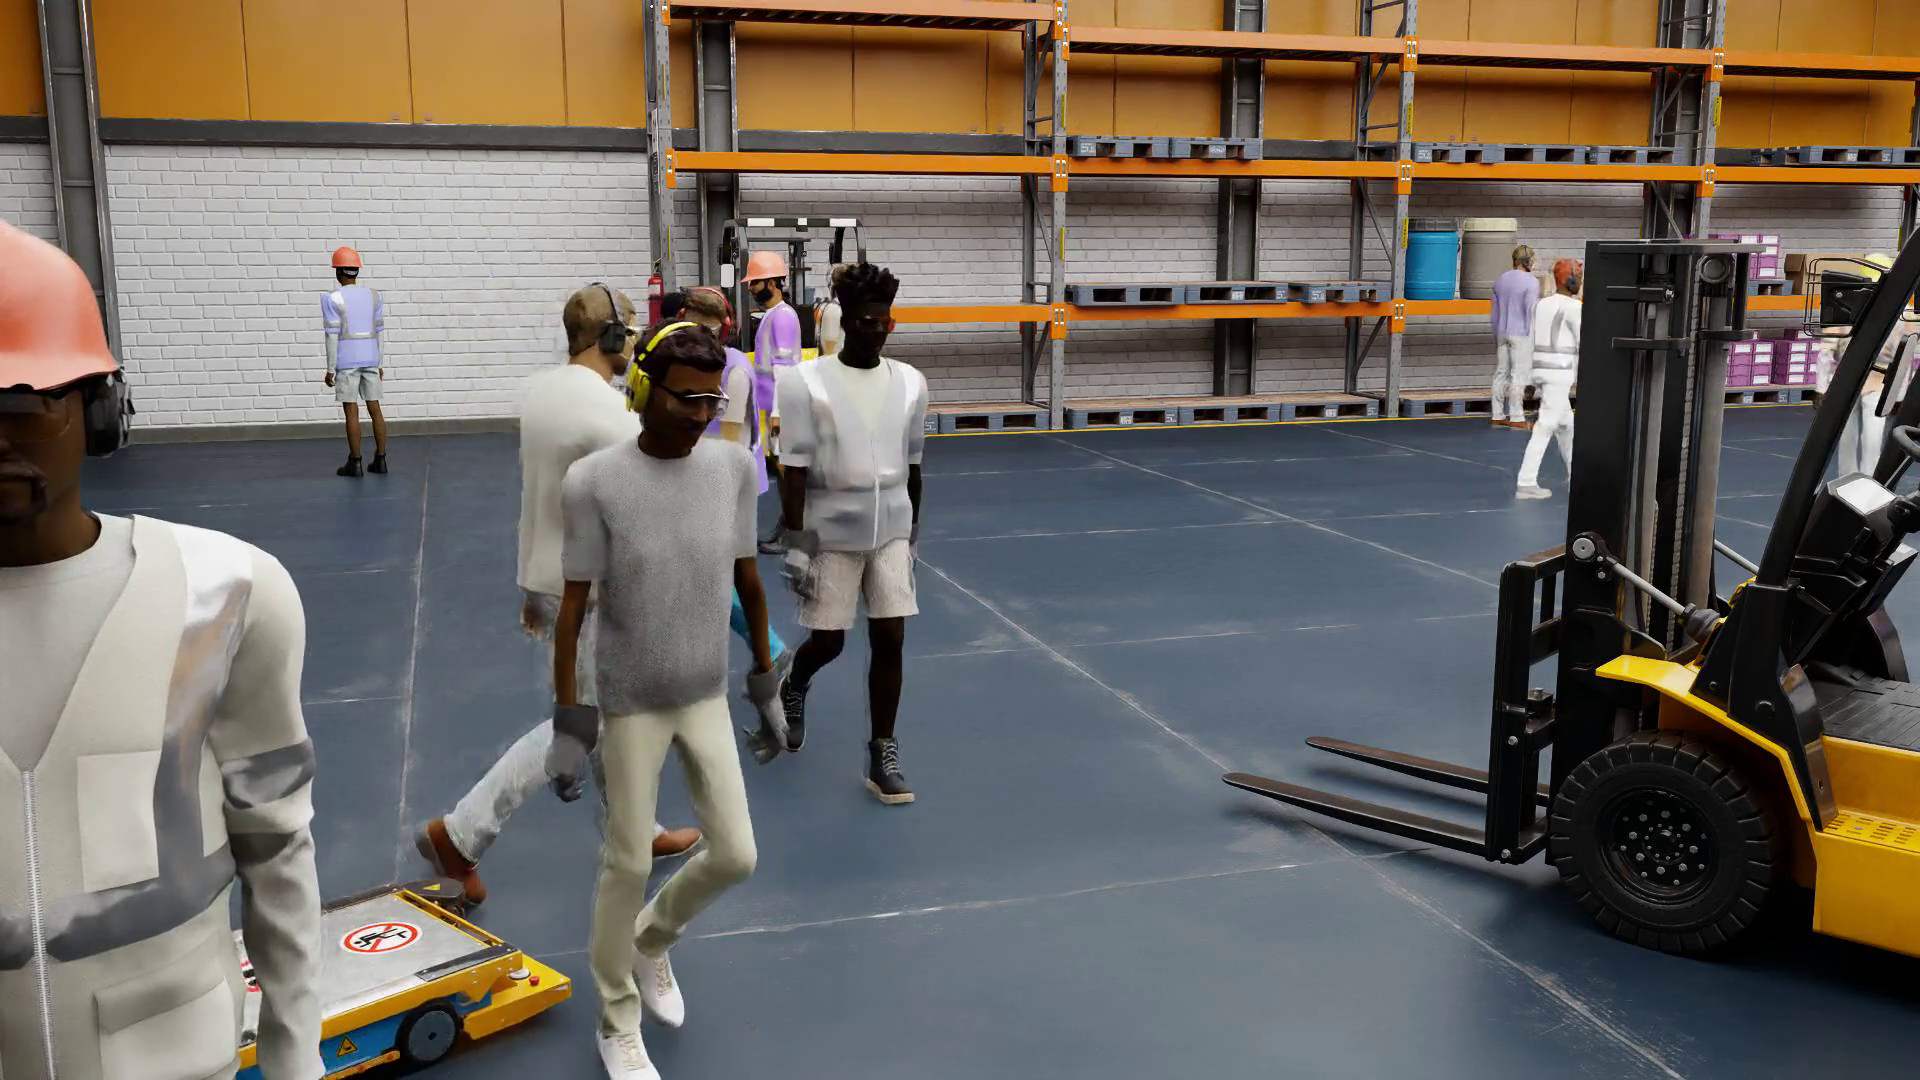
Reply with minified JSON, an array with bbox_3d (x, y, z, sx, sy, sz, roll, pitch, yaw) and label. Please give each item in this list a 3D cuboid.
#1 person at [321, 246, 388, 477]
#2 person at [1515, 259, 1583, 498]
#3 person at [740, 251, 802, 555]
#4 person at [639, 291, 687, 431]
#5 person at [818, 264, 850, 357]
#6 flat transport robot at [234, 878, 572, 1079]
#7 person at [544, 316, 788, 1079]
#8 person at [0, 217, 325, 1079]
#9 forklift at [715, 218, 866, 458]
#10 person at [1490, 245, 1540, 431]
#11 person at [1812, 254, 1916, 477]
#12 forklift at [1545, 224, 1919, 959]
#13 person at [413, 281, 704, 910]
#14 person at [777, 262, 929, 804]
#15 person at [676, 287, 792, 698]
[{"bbox_3d":[-5.139,-1.504,14.096,0.372,1.939,0.544,9,14,40],"label":"person"},{"bbox_3d":[4.736,-1.236,12.877,0.921,1.841,0.578,-2,10,-9],"label":"person"},{"bbox_3d":[-1.199,-0.873,10.672,0.382,1.930,0.539,-3,11,-15],"label":"person"},{"bbox_3d":[-2.047,-0.897,11.560,0.522,1.650,0.834,9,13,40],"label":"person"},{"bbox_3d":[-0.848,-1.251,13.091,0.954,1.795,0.536,0,10,2],"label":"person"},{"bbox_3d":[-1.738,1.166,4.036,0.652,0.197,1.431,10,14,42],"label":"flat transport robot"},{"bbox_3d":[-0.699,0.393,3.955,0.647,1.843,0.470,-8,13,-36],"label":"person"},{"bbox_3d":[-1.071,0.650,2.002,0.607,2.045,0.390,-5,11,-25],"label":"person"},{"bbox_3d":[-1.522,-1.778,14.899,1.214,2.155,2.313,-3,11,-17],"label":"forklift"},{"bbox_3d":[5.831,-2.118,17.467,0.351,1.936,0.634,-4,11,-23],"label":"person"},{"bbox_3d":[6.433,-1.077,11.887,0.594,1.888,0.903,7,12,34],"label":"person"},{"bbox_3d":[2.909,0.117,4.508,2.313,2.155,1.214,9,14,40],"label":"forklift"},{"bbox_3d":[-1.232,0.171,5.067,0.876,1.904,0.646,-7,12,-33],"label":"person"},{"bbox_3d":[-0.411,-0.046,6.102,0.615,1.943,0.752,-5,12,-28],"label":"person"},{"bbox_3d":[-1.070,-0.196,7.261,0.565,1.814,0.581,-7,12,-34],"label":"person"}]
